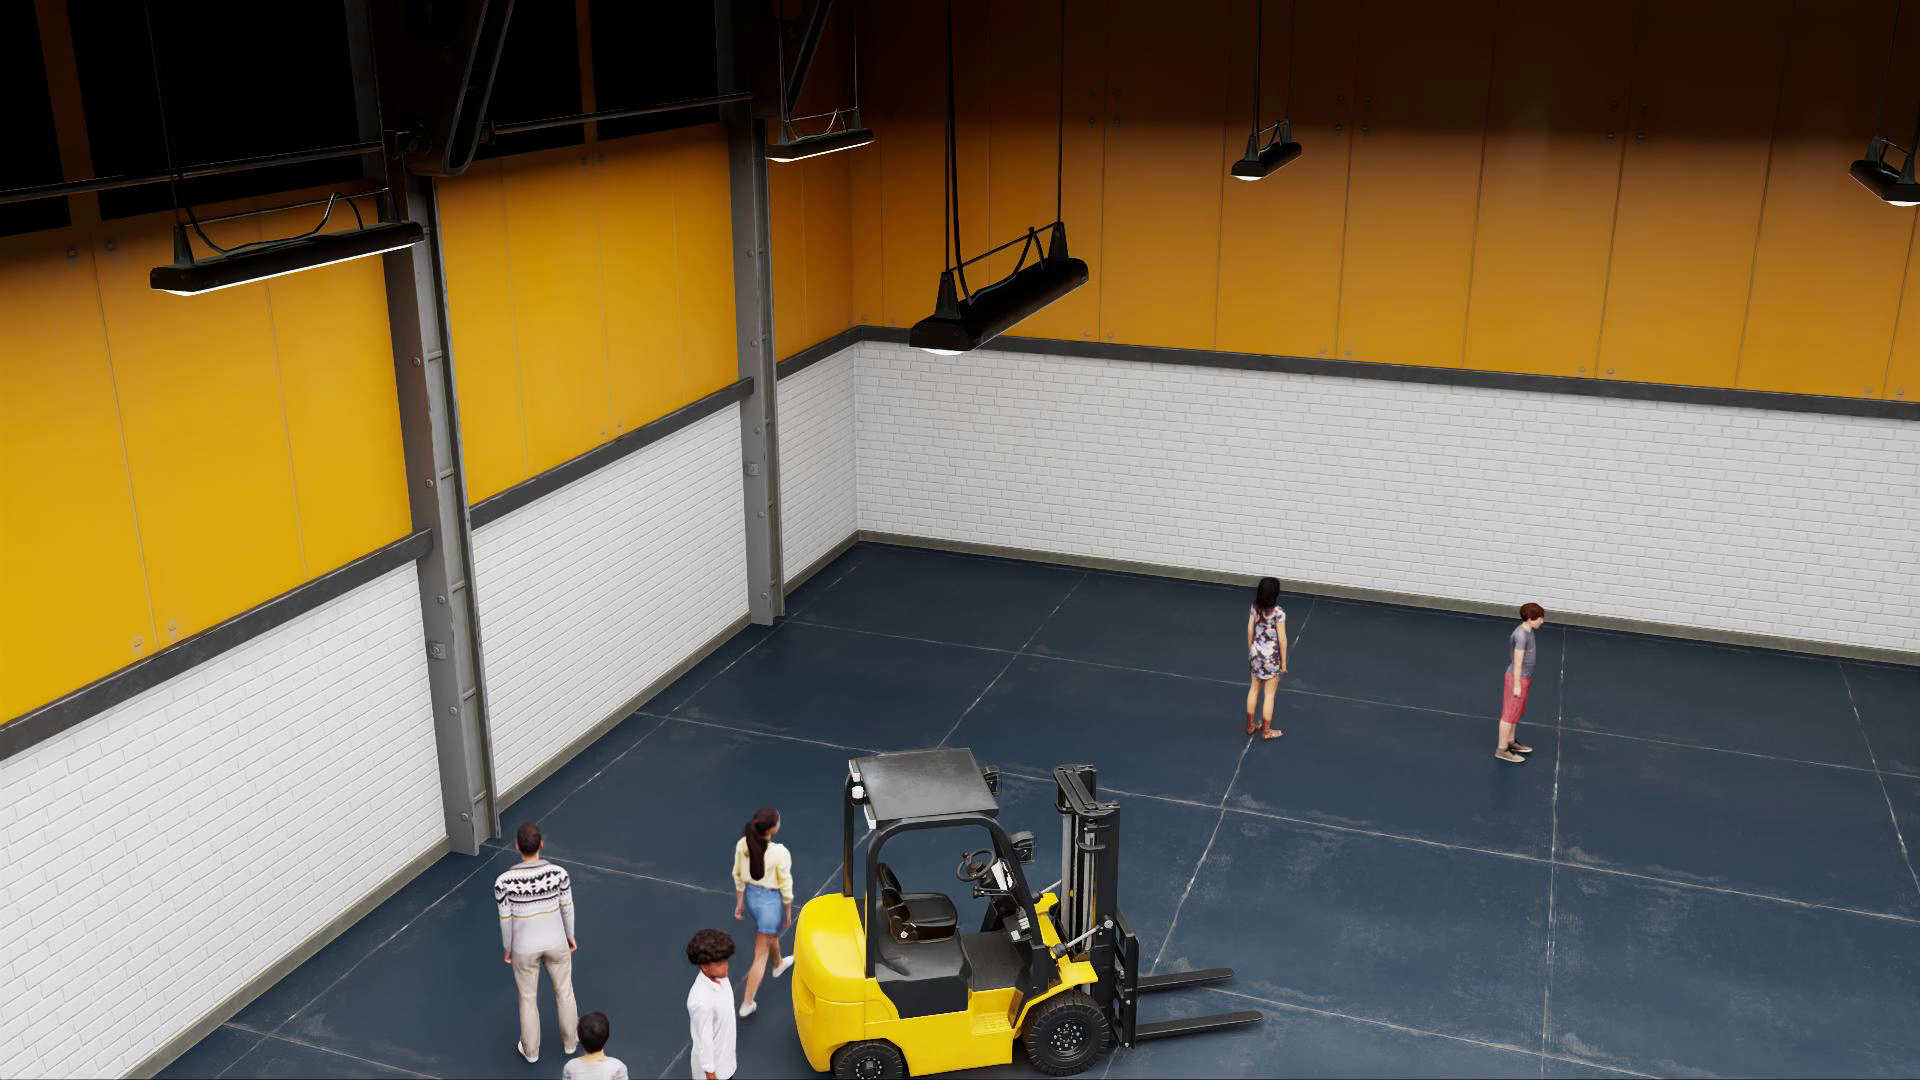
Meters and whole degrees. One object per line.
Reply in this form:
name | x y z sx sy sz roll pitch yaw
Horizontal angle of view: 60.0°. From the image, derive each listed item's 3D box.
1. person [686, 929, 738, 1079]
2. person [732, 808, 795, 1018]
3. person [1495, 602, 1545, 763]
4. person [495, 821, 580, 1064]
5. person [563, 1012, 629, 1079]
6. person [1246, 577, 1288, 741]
person | -1.586 3.321 10.722 0.739 1.807 0.560 2 19 6
person | -1.502 2.822 12.546 0.685 1.587 1.134 7 20 20
person | 5.594 1.396 16.684 0.671 1.649 0.527 11 21 29
person | -3.021 2.883 11.936 0.762 1.862 0.802 -7 20 -19
person | -2.227 3.659 10.153 0.752 1.530 0.976 1 19 2
person | 3.142 1.204 17.124 0.661 1.732 0.672 -16 24 -39
